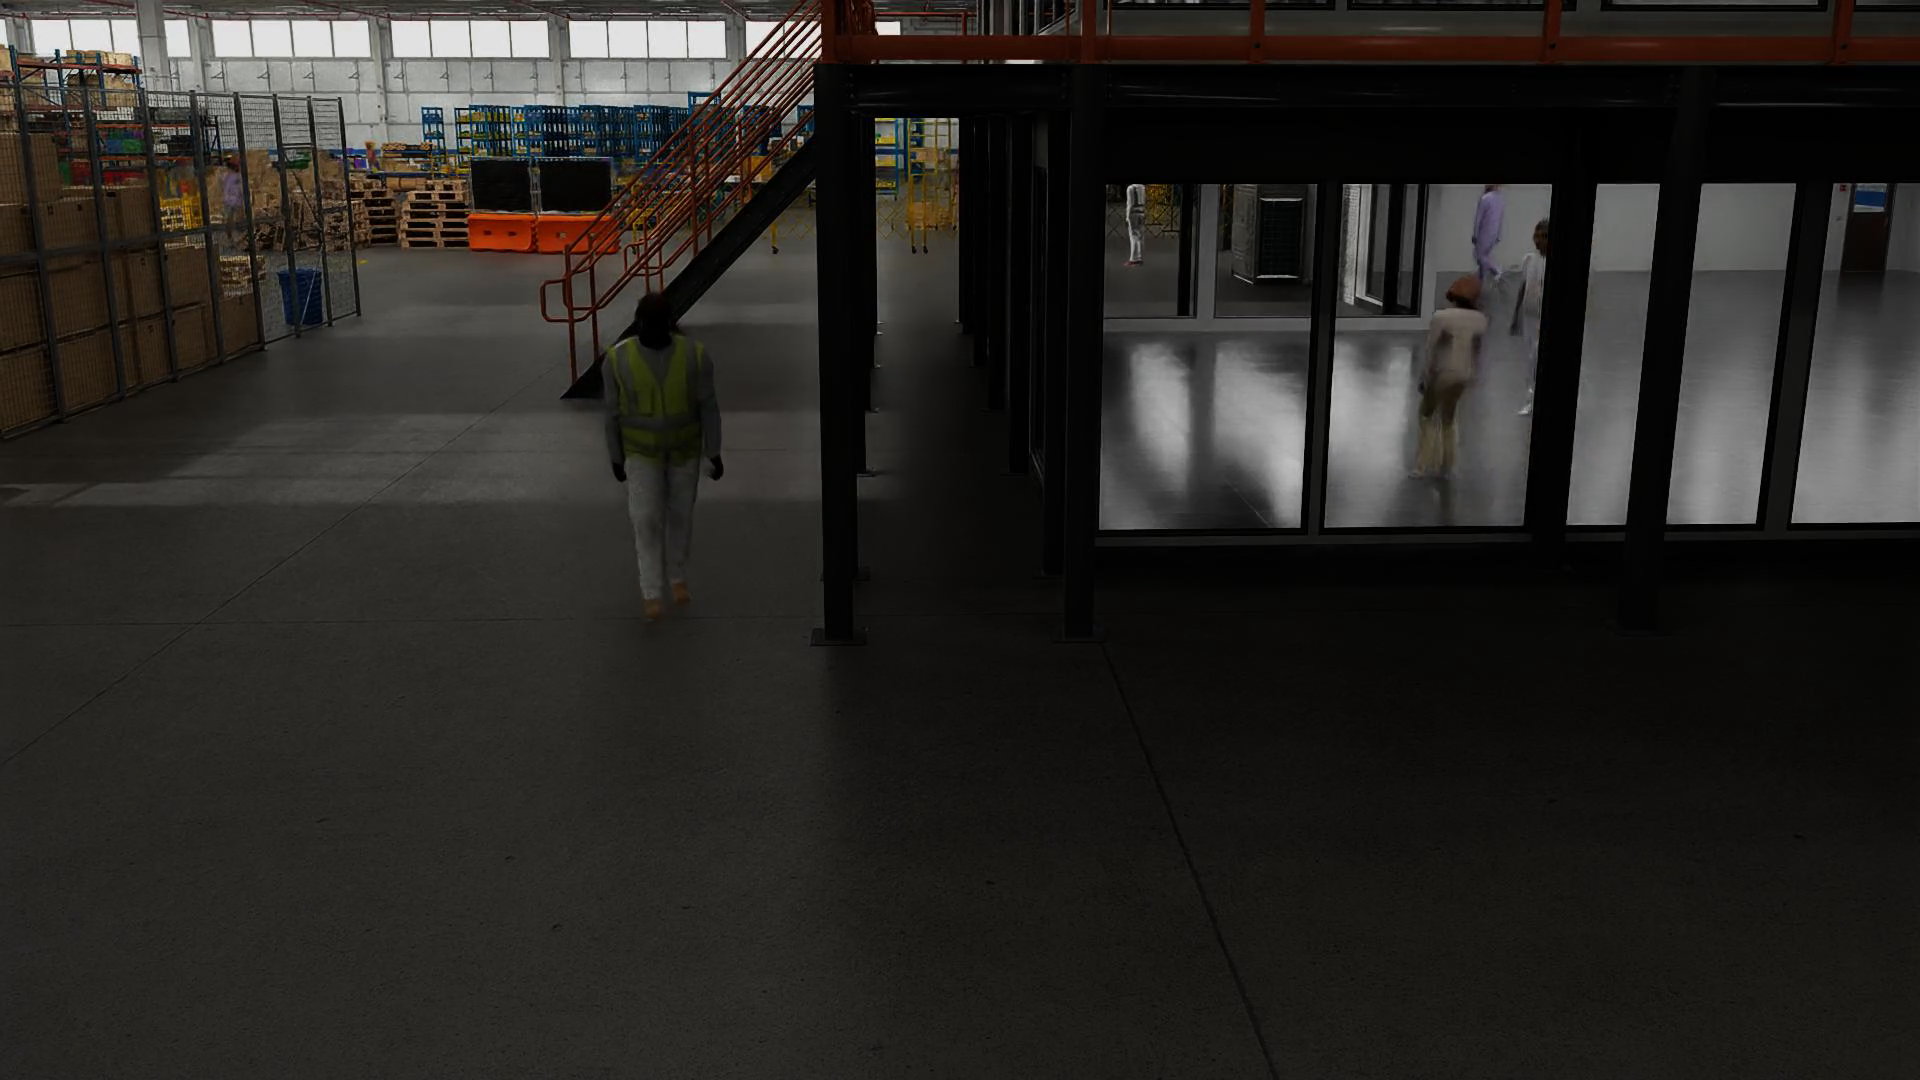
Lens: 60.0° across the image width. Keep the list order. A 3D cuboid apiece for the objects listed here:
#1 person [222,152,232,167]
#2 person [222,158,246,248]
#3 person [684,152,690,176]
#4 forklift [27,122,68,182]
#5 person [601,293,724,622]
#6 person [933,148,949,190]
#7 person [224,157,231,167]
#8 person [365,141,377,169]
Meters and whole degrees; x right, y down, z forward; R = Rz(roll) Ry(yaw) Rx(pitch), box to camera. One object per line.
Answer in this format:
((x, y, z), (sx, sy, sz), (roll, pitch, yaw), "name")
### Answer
((-25.028, -12.435, 57.255), (0.603, 1.799, 0.893), (1, 14, 4), "person")
((-16.273, -7.589, 37.471), (0.643, 1.981, 1.018), (3, 14, 11), "person")
((-10.618, -14.429, 65.268), (0.330, 1.765, 0.532), (-14, 19, -43), "person")
((-35.376, -14.773, 64.377), (1.129, 2.768, 1.873), (-1, 14, -2), "forklift")
((-1.652, -0.463, 9.354), (0.640, 1.814, 0.791), (-4, 15, -17), "person")
((-0.786, -15.607, 69.940), (0.934, 1.782, 0.588), (9, 16, 31), "person")
((-24.054, -11.770, 54.837), (0.537, 1.672, 0.785), (-1, 14, -2), "person")
((-27.526, -17.695, 77.949), (0.624, 1.952, 0.912), (3, 14, 13), "person")
